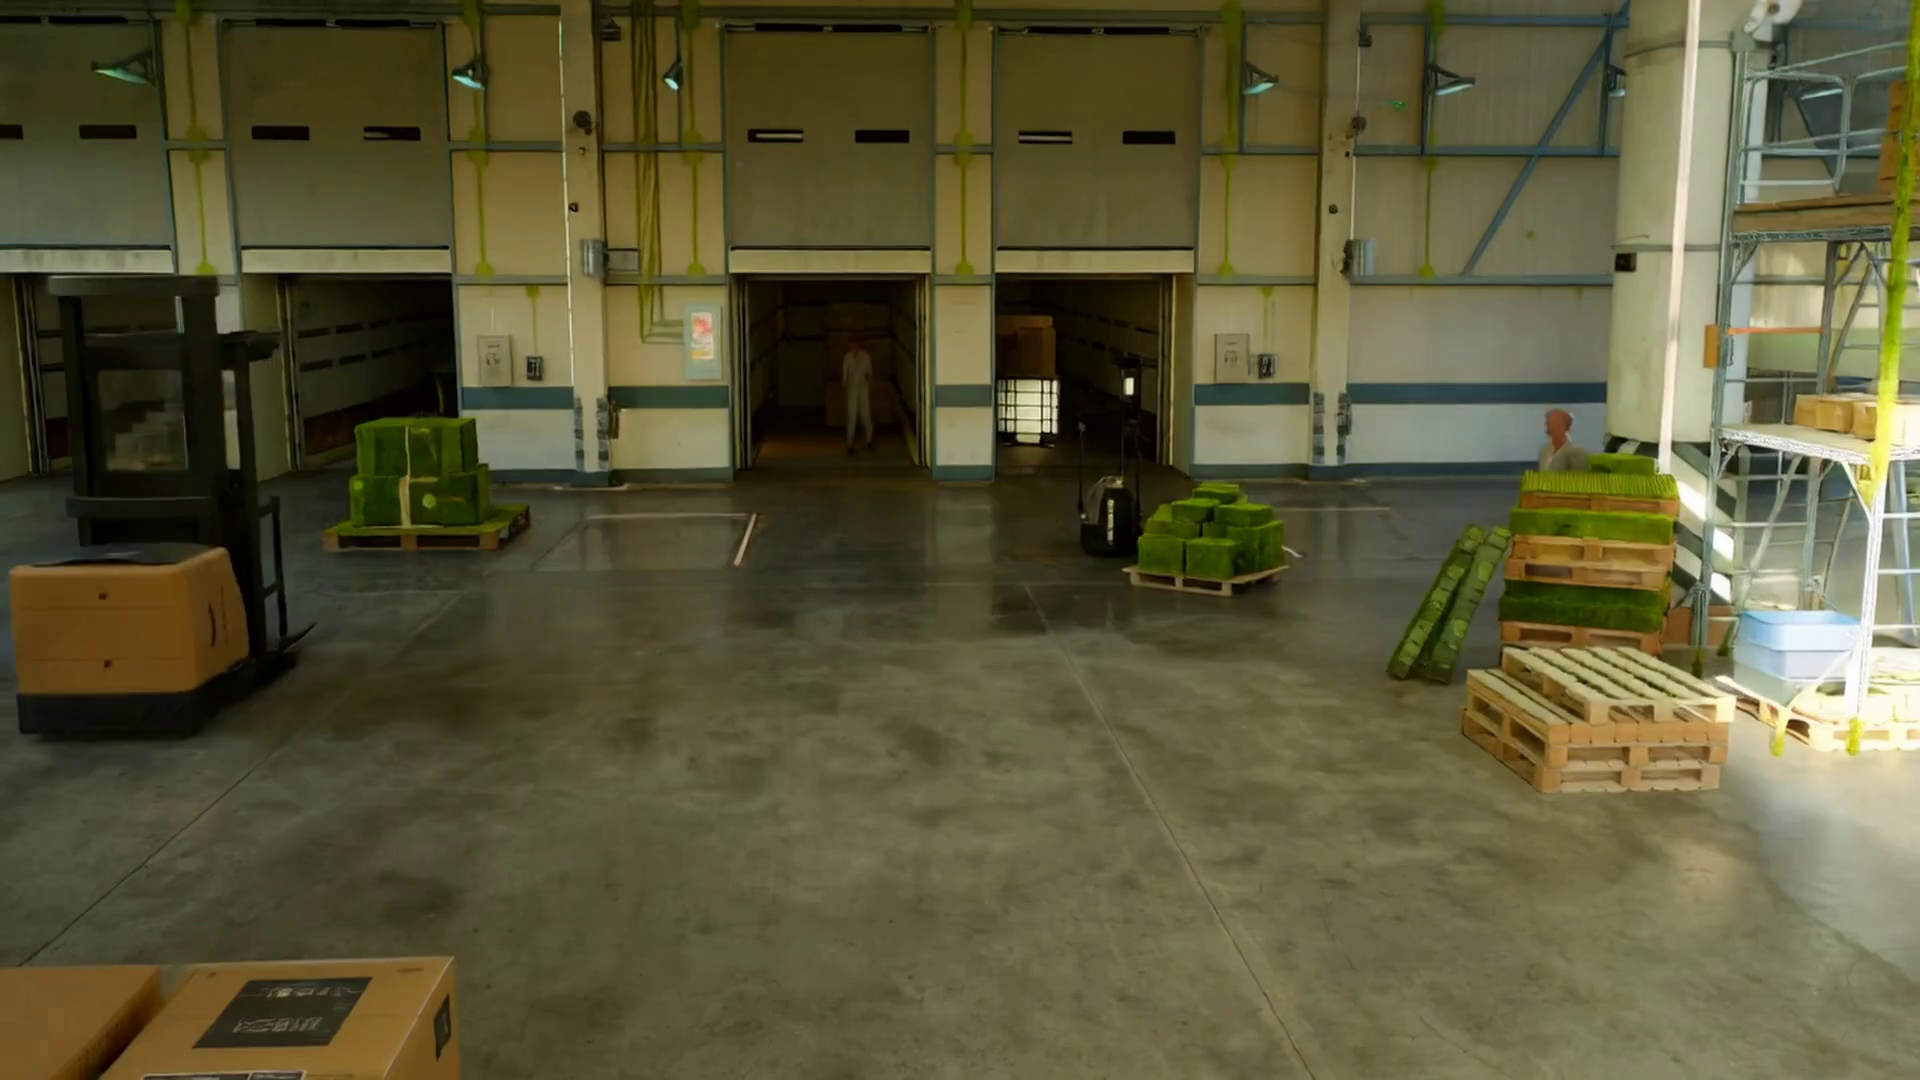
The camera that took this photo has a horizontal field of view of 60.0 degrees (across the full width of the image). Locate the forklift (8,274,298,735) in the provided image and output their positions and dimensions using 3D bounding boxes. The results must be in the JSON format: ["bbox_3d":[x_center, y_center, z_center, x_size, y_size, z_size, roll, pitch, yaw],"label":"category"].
[{"bbox_3d":[-5.210,-0.310,10.694,1.129,2.768,1.873,-1,9,-4],"label":"forklift"}]

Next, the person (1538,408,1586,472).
[{"bbox_3d":[5.137,-0.299,14.345,0.380,1.680,0.554,-2,9,-14],"label":"person"}]

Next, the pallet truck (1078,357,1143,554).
[{"bbox_3d":[2.088,-0.836,16.757,1.885,1.965,0.823,2,9,13],"label":"pallet truck"}]
